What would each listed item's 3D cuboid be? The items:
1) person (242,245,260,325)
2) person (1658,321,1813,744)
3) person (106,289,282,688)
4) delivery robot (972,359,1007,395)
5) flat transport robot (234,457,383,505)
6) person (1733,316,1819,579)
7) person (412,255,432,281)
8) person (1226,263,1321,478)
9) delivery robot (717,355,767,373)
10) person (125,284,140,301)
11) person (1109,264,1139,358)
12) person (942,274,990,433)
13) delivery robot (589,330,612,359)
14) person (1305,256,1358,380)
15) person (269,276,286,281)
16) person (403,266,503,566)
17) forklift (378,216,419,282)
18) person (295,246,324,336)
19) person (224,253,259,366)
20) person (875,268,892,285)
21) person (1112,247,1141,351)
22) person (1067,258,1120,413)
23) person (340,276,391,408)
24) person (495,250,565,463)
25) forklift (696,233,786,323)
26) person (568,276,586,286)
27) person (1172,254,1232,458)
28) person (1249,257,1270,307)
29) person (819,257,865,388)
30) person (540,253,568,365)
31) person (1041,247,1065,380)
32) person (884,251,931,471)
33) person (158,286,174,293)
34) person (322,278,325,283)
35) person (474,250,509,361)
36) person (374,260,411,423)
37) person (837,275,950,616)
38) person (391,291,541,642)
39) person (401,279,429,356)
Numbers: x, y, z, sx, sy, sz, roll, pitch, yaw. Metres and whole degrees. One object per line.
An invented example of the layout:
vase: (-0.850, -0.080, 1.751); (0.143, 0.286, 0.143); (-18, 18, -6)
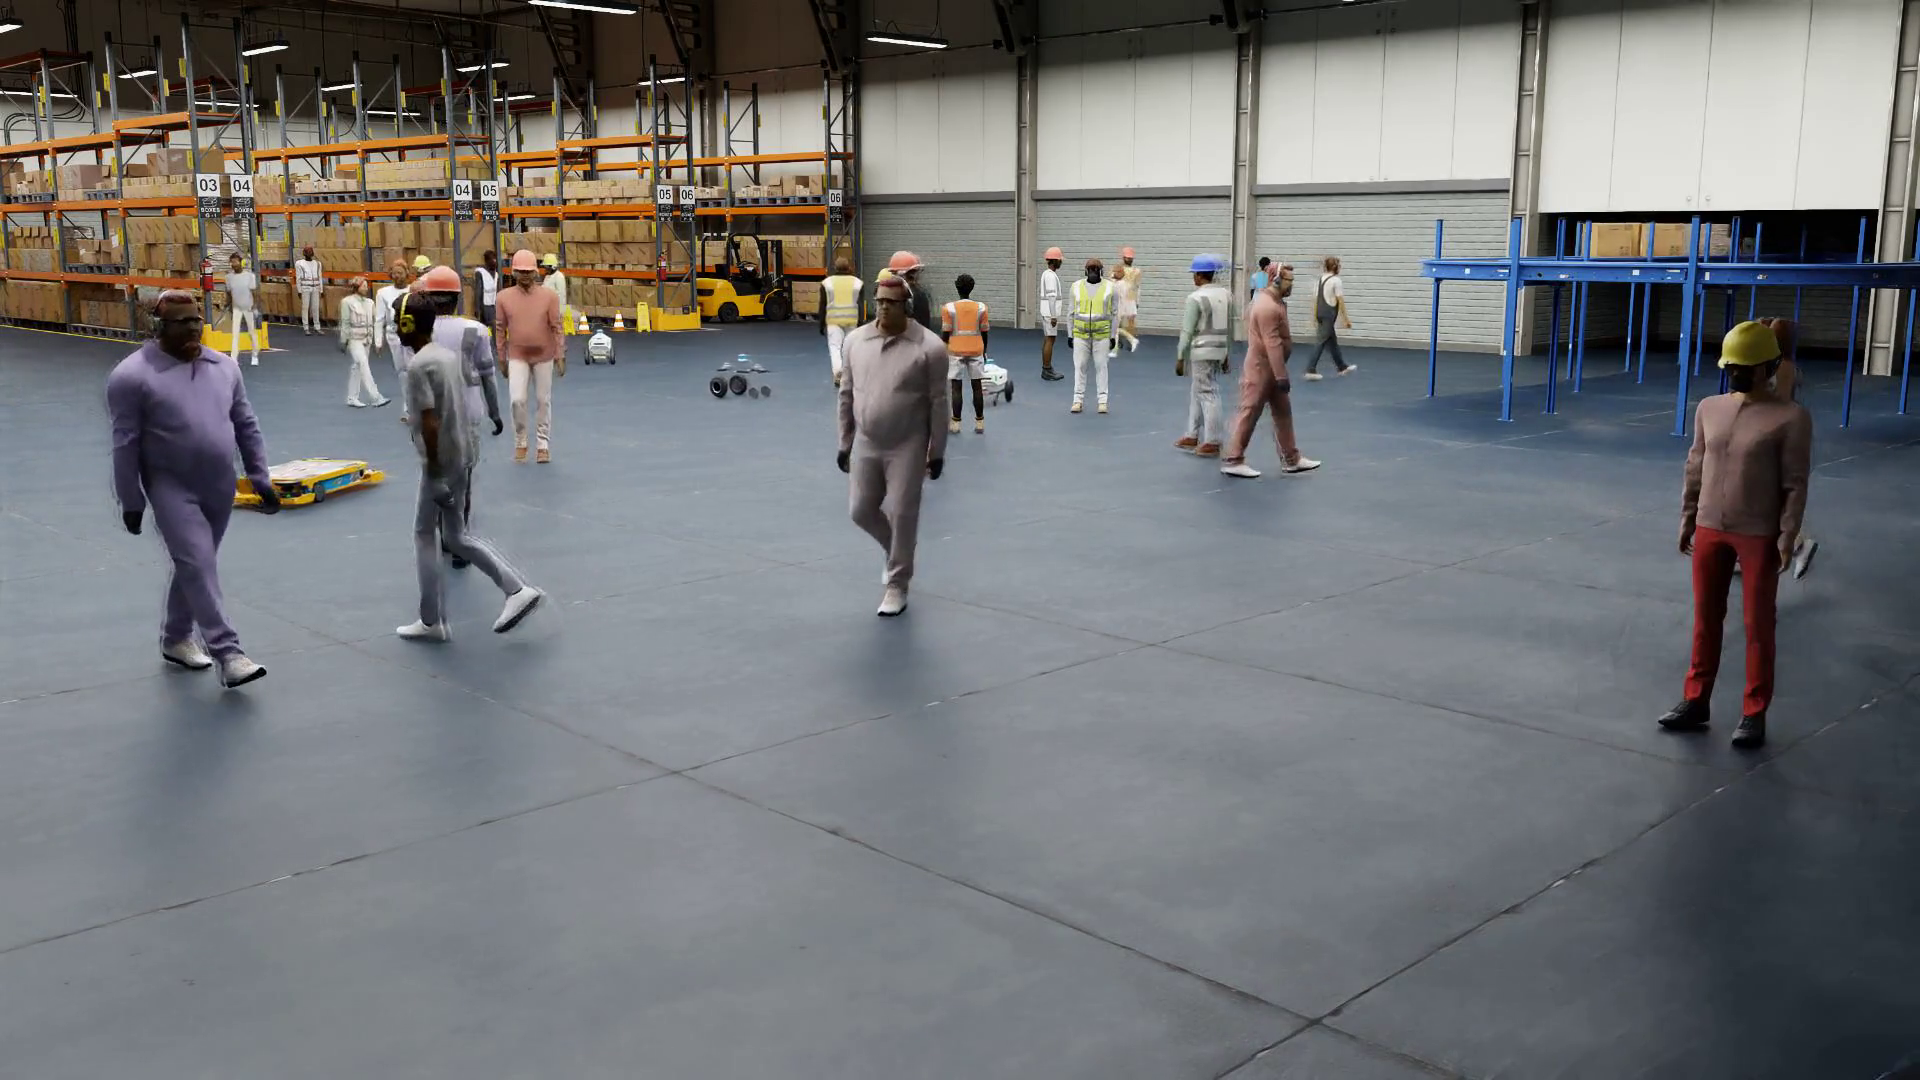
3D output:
person: (-16.938, -6.074, 39.456); (0.444, 1.924, 0.660); (10, 14, 44)
person: (3.260, -0.033, 6.982); (0.326, 1.760, 0.524); (-7, 13, -35)
person: (-3.603, -0.248, 7.880); (0.990, 1.854, 0.660); (6, 12, 30)
delivery robot: (0.379, -2.052, 21.131); (0.477, 0.478, 0.707); (2, 11, 12)
flat transport robot: (-5.390, -0.492, 13.652); (0.652, 0.197, 1.431); (2, 11, 8)
person: (4.963, -0.557, 10.195); (0.520, 1.622, 0.655); (-9, 14, -41)
person: (-8.165, -3.476, 25.619); (0.802, 1.810, 0.597); (0, 10, -1)
person: (2.785, -1.477, 14.561); (0.916, 1.865, 0.710); (3, 11, 14)
delivery robot: (-2.878, -2.332, 21.940); (0.698, 0.223, 0.335); (6, 12, 30)
person: (-21.924, -6.932, 43.940); (0.612, 1.990, 0.989); (-2, 11, -13)
person: (2.816, -3.999, 28.988); (0.589, 1.612, 0.512); (-2, 11, -10)
person: (0.054, -2.001, 17.876); (0.539, 1.695, 0.319); (-3, 11, -15)
delivery robot: (-5.996, -3.262, 27.730); (0.477, 0.478, 0.707); (-2, 10, -8)
person: (5.487, -3.257, 24.454); (0.973, 1.790, 0.517); (-3, 11, -17)
person: (-19.174, -7.398, 46.676); (0.367, 1.928, 0.584); (4, 11, 22)
person: (-3.297, -0.826, 10.900); (0.557, 1.910, 0.795); (-1, 10, -4)
forklift: (-17.868, -9.201, 54.028); (1.873, 2.768, 1.129); (-10, 14, -44)
person: (-13.825, -5.306, 35.392); (0.355, 1.885, 0.575); (10, 14, 42)
person: (-11.592, -3.704, 26.881); (0.537, 1.808, 0.992); (-2, 11, -8)
person: (-0.789, -2.154, 18.588); (0.320, 1.742, 0.492); (-7, 12, -32)
person: (3.094, -4.502, 30.983); (0.546, 1.901, 0.959); (0, 10, 1)
person: (1.585, -2.451, 19.934); (0.627, 1.845, 0.429); (2, 11, 10)
person: (-7.237, -2.408, 20.329); (0.820, 1.595, 0.549); (4, 11, 21)
person: (-3.982, -1.690, 15.438); (0.624, 1.973, 0.628); (-2, 11, -13)
forklift: (-5.496, -6.489, 41.108); (2.313, 2.155, 1.214); (-10, 14, -44)
person: (-10.336, -7.043, 44.747); (0.628, 1.928, 0.502); (-7, 12, -32)
person: (2.253, -1.781, 16.046); (0.786, 1.922, 0.639); (9, 14, 41)
person: (5.803, -4.553, 31.789); (0.540, 1.697, 0.316); (5, 12, 27)
person: (-1.624, -2.988, 22.942); (0.633, 1.819, 0.796); (-1, 10, -8)
person: (-6.684, -3.795, 27.346); (0.425, 1.811, 0.605); (-7, 12, -33)
person: (1.374, -3.344, 24.549); (0.362, 1.934, 0.551); (-1, 10, -4)
person: (-0.545, -1.597, 14.941); (0.889, 1.957, 0.612); (5, 11, 25)
person: (-20.414, -6.672, 42.838); (0.567, 1.879, 1.004); (-9, 14, -40)
person: (-16.677, -6.719, 43.077); (0.545, 1.901, 0.961); (-9, 14, -40)
person: (-7.953, -3.950, 28.088); (1.048, 1.856, 0.604); (2, 11, 11)
person: (-6.382, -2.278, 19.053); (0.589, 1.830, 1.011); (-2, 11, -8)
person: (-0.374, -0.553, 9.440); (0.660, 1.892, 0.619); (4, 11, 20)
person: (-2.614, -0.376, 8.673); (0.713, 1.830, 0.521); (2, 11, 13)
person: (-5.727, -1.948, 17.740); (0.515, 1.641, 0.315); (3, 11, 18)
